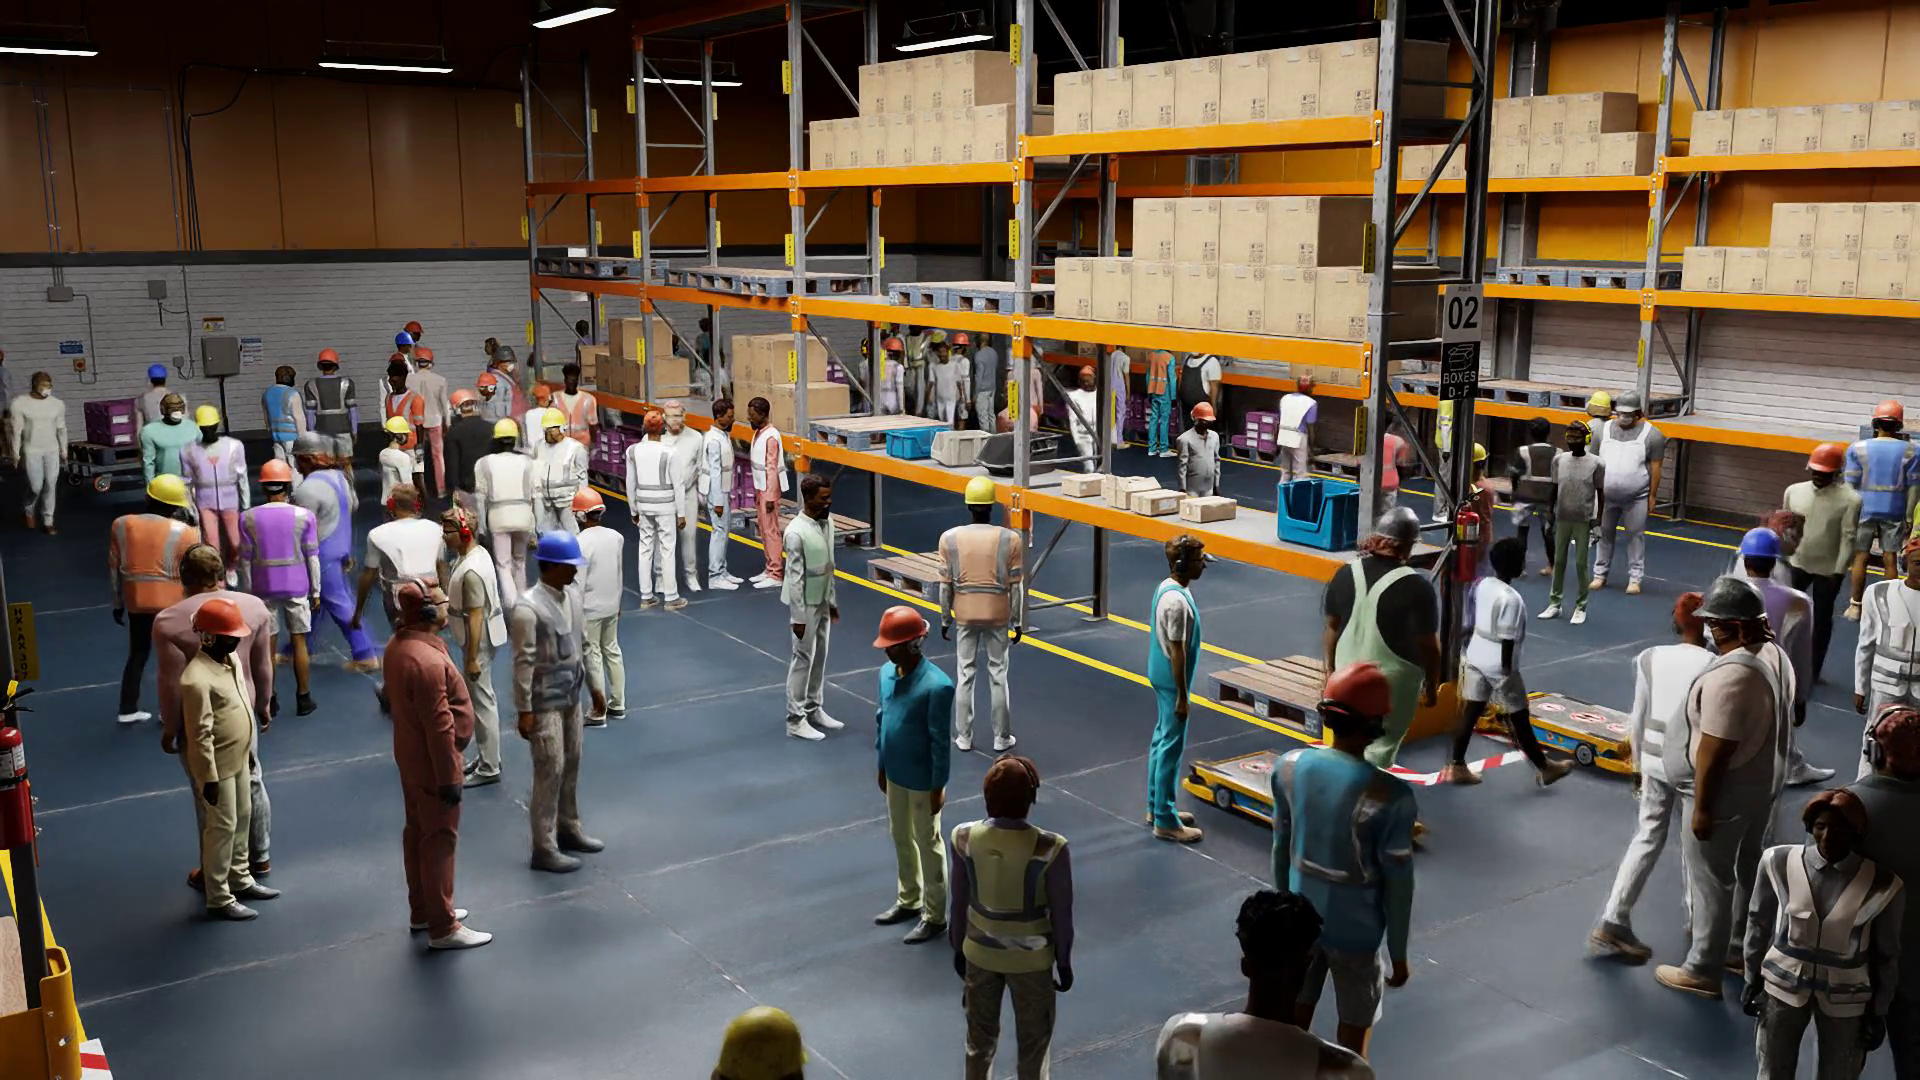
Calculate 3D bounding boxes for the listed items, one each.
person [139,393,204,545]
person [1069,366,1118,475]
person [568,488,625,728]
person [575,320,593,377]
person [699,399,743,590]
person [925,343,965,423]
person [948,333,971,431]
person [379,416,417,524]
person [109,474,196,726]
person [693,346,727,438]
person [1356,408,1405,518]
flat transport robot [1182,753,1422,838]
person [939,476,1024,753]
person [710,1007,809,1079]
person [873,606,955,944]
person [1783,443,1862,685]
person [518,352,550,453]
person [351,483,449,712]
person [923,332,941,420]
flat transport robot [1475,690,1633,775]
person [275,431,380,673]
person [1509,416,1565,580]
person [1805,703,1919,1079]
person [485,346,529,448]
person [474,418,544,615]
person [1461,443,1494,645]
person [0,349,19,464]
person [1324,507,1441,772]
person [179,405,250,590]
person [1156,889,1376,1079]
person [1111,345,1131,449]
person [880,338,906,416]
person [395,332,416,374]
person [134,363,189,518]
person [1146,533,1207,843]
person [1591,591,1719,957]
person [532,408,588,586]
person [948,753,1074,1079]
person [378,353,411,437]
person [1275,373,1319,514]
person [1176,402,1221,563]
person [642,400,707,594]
[{"bbox_3d":[-7.966,-0.542,16.945,0.644,1.927,0.388,-8,13,-34],"label":"person"},{"bbox_3d":[1.663,-1.233,20.653,0.633,1.849,0.679,0,11,-1],"label":"person"},{"bbox_3d":[-2.674,0.486,12.100,0.342,1.748,0.572,5,12,25],"label":"person"},{"bbox_3d":[-6.385,-2.802,28.479,0.367,1.933,0.627,2,11,11],"label":"person"},{"bbox_3d":[-2.391,-0.456,16.535,0.402,1.908,0.598,0,11,-2],"label":"person"},{"bbox_3d":[-0.239,-2.055,24.952,0.556,1.810,0.988,2,11,12],"label":"person"},{"bbox_3d":[-0.005,-2.183,25.322,0.385,1.929,0.543,-8,14,-36],"label":"person"},{"bbox_3d":[-5.483,-0.332,16.286,0.338,1.757,0.518,-10,15,-43],"label":"person"},{"bbox_3d":[-5.799,0.456,11.988,0.659,1.867,0.400,-1,11,-5],"label":"person"},{"bbox_3d":[-3.578,-1.851,23.828,0.551,1.846,0.468,-11,15,-43],"label":"person"},{"bbox_3d":[4.460,-0.576,17.712,0.537,1.689,0.381,-1,11,-4],"label":"person"},{"bbox_3d":[2.084,1.588,10.270,0.652,0.197,1.431,-7,13,-32],"label":"flat transport robot"},{"bbox_3d":[0.148,0.519,11.479,0.585,1.930,0.363,1,11,7],"label":"person"},{"bbox_3d":[-0.512,2.026,4.280,0.489,1.731,0.325,6,12,26],"label":"person"},{"bbox_3d":[-0.267,1.187,8.559,0.354,1.737,0.576,-9,14,-38],"label":"person"},{"bbox_3d":[6.595,0.224,12.916,0.619,1.953,0.835,11,15,44],"label":"person"},{"bbox_3d":[-6.541,-2.147,25.982,0.668,1.588,0.508,7,13,33],"label":"person"},{"bbox_3d":[-4.047,0.480,12.057,1.011,1.774,0.636,8,13,34],"label":"person"},{"bbox_3d":[-0.390,-2.762,28.847,0.486,1.706,0.792,3,11,13],"label":"person"},{"bbox_3d":[4.319,1.317,11.656,0.652,0.197,1.431,-7,13,-31],"label":"flat transport robot"},{"bbox_3d":[-5.197,0.075,13.469,1.015,2.000,0.695,0,11,1],"label":"person"},{"bbox_3d":[5.866,-0.421,16.921,0.546,1.689,0.360,1,11,3],"label":"person"},{"bbox_3d":[3.483,1.551,6.296,0.651,1.900,0.399,3,11,14],"label":"person"},{"bbox_3d":[-5.859,-1.511,21.583,0.535,2.000,0.684,-2,11,-10],"label":"person"},{"bbox_3d":[-4.030,-0.136,14.966,0.600,1.883,0.816,-5,12,-23],"label":"person"},{"bbox_3d":[4.448,0.025,14.467,0.341,1.756,0.531,-1,11,-7],"label":"person"},{"bbox_3d":[-14.365,-2.014,24.891,0.563,1.753,0.327,10,15,42],"label":"person"},{"bbox_3d":[2.603,0.767,9.926,0.894,2.000,0.690,-10,15,-40],"label":"person"},{"bbox_3d":[-7.178,-0.369,16.056,0.595,1.914,0.576,-6,12,-28],"label":"person"},{"bbox_3d":[0.805,1.880,4.460,0.612,1.959,0.379,5,12,26],"label":"person"},{"bbox_3d":[2.530,-2.358,26.463,0.353,1.835,0.518,-8,14,-35],"label":"person"},{"bbox_3d":[-0.951,-2.003,24.441,0.572,1.904,0.773,9,14,38],"label":"person"},{"bbox_3d":[-8.415,-2.175,25.222,0.405,1.945,0.615,-3,11,-14],"label":"person"},{"bbox_3d":[-9.599,-1.169,20.107,0.621,1.927,0.533,-3,11,-15],"label":"person"},{"bbox_3d":[1.286,0.868,9.912,0.328,1.844,0.511,0,11,0],"label":"person"},{"bbox_3d":[3.611,1.179,8.398,0.944,1.829,0.622,-9,14,-39],"label":"person"},{"bbox_3d":[-3.965,-0.391,16.387,0.602,1.830,0.404,3,11,13],"label":"person"},{"bbox_3d":[0.192,1.642,6.506,0.519,1.633,0.314,5,12,24],"label":"person"},{"bbox_3d":[-7.484,-1.574,22.345,0.578,1.878,0.340,-4,12,-18],"label":"person"},{"bbox_3d":[4.042,-1.107,20.075,0.418,1.823,0.626,-7,13,-32],"label":"person"},{"bbox_3d":[2.553,-0.601,17.690,0.566,1.744,0.350,-7,13,-32],"label":"person"},{"bbox_3d":[-2.807,-0.425,16.373,0.650,1.906,0.402,-3,12,-17],"label":"person"}]
